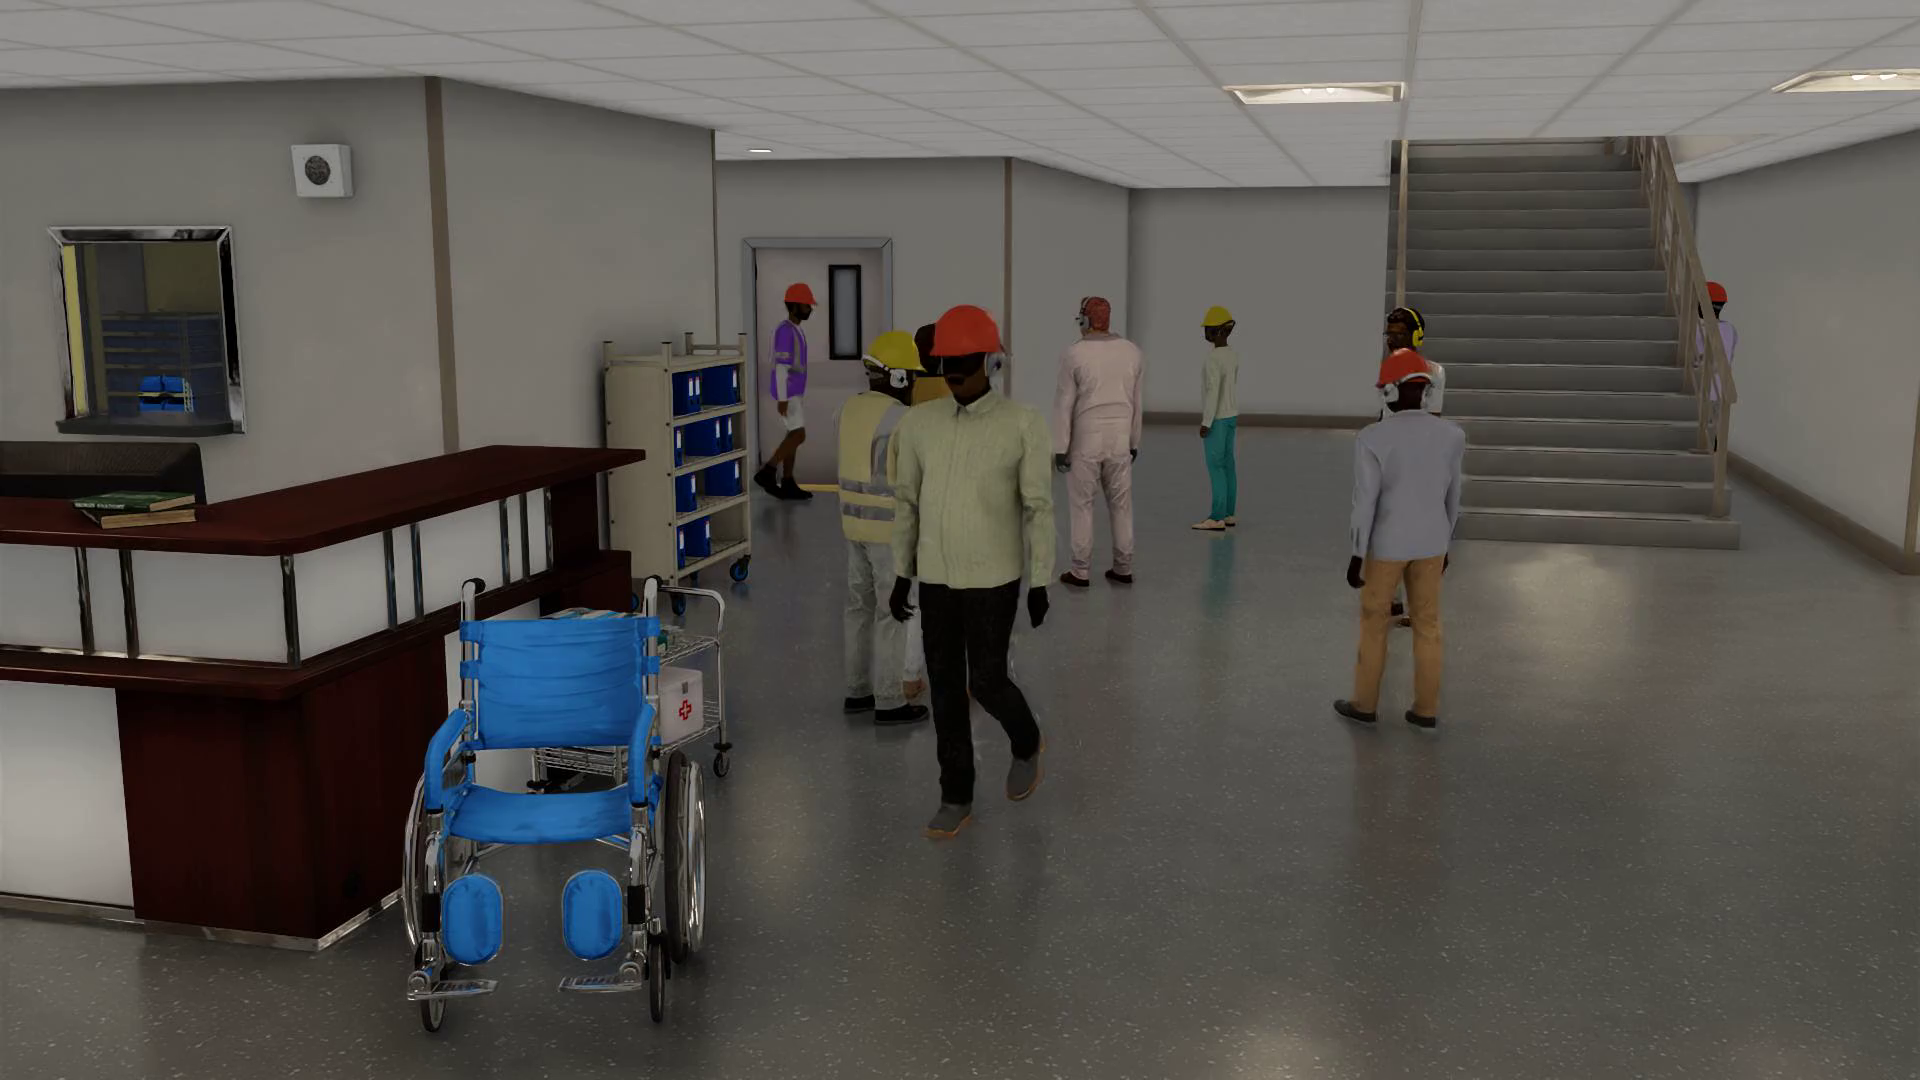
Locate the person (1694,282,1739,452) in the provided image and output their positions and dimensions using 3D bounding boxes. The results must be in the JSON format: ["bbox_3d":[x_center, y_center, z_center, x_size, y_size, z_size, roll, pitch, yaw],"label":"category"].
[{"bbox_3d":[6.460,-1.260,14.434,0.547,1.938,0.359,-7,12,-34],"label":"person"}]

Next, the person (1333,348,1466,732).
[{"bbox_3d":[1.994,-0.004,7.635,0.601,1.737,0.553,-3,10,-16],"label":"person"}]

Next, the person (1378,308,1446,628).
[{"bbox_3d":[2.606,-0.422,9.734,0.324,1.861,0.510,-6,11,-32],"label":"person"}]

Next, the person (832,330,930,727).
[{"bbox_3d":[-0.340,-0.049,7.671,0.406,1.821,0.600,-8,12,-39],"label":"person"}]

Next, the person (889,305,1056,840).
[{"bbox_3d":[0.054,0.112,6.231,0.621,1.977,0.534,5,11,28],"label":"person"}]

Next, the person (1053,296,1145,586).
[{"bbox_3d":[0.893,-0.642,10.928,0.652,1.900,0.398,-4,10,-23],"label":"person"}]

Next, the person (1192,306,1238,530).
[{"bbox_3d":[2.028,-0.960,13.171,0.312,1.767,0.533,6,11,30],"label":"person"}]

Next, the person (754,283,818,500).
[{"bbox_3d":[-1.481,-1.294,14.669,0.493,1.925,0.583,1,10,7],"label":"person"}]
